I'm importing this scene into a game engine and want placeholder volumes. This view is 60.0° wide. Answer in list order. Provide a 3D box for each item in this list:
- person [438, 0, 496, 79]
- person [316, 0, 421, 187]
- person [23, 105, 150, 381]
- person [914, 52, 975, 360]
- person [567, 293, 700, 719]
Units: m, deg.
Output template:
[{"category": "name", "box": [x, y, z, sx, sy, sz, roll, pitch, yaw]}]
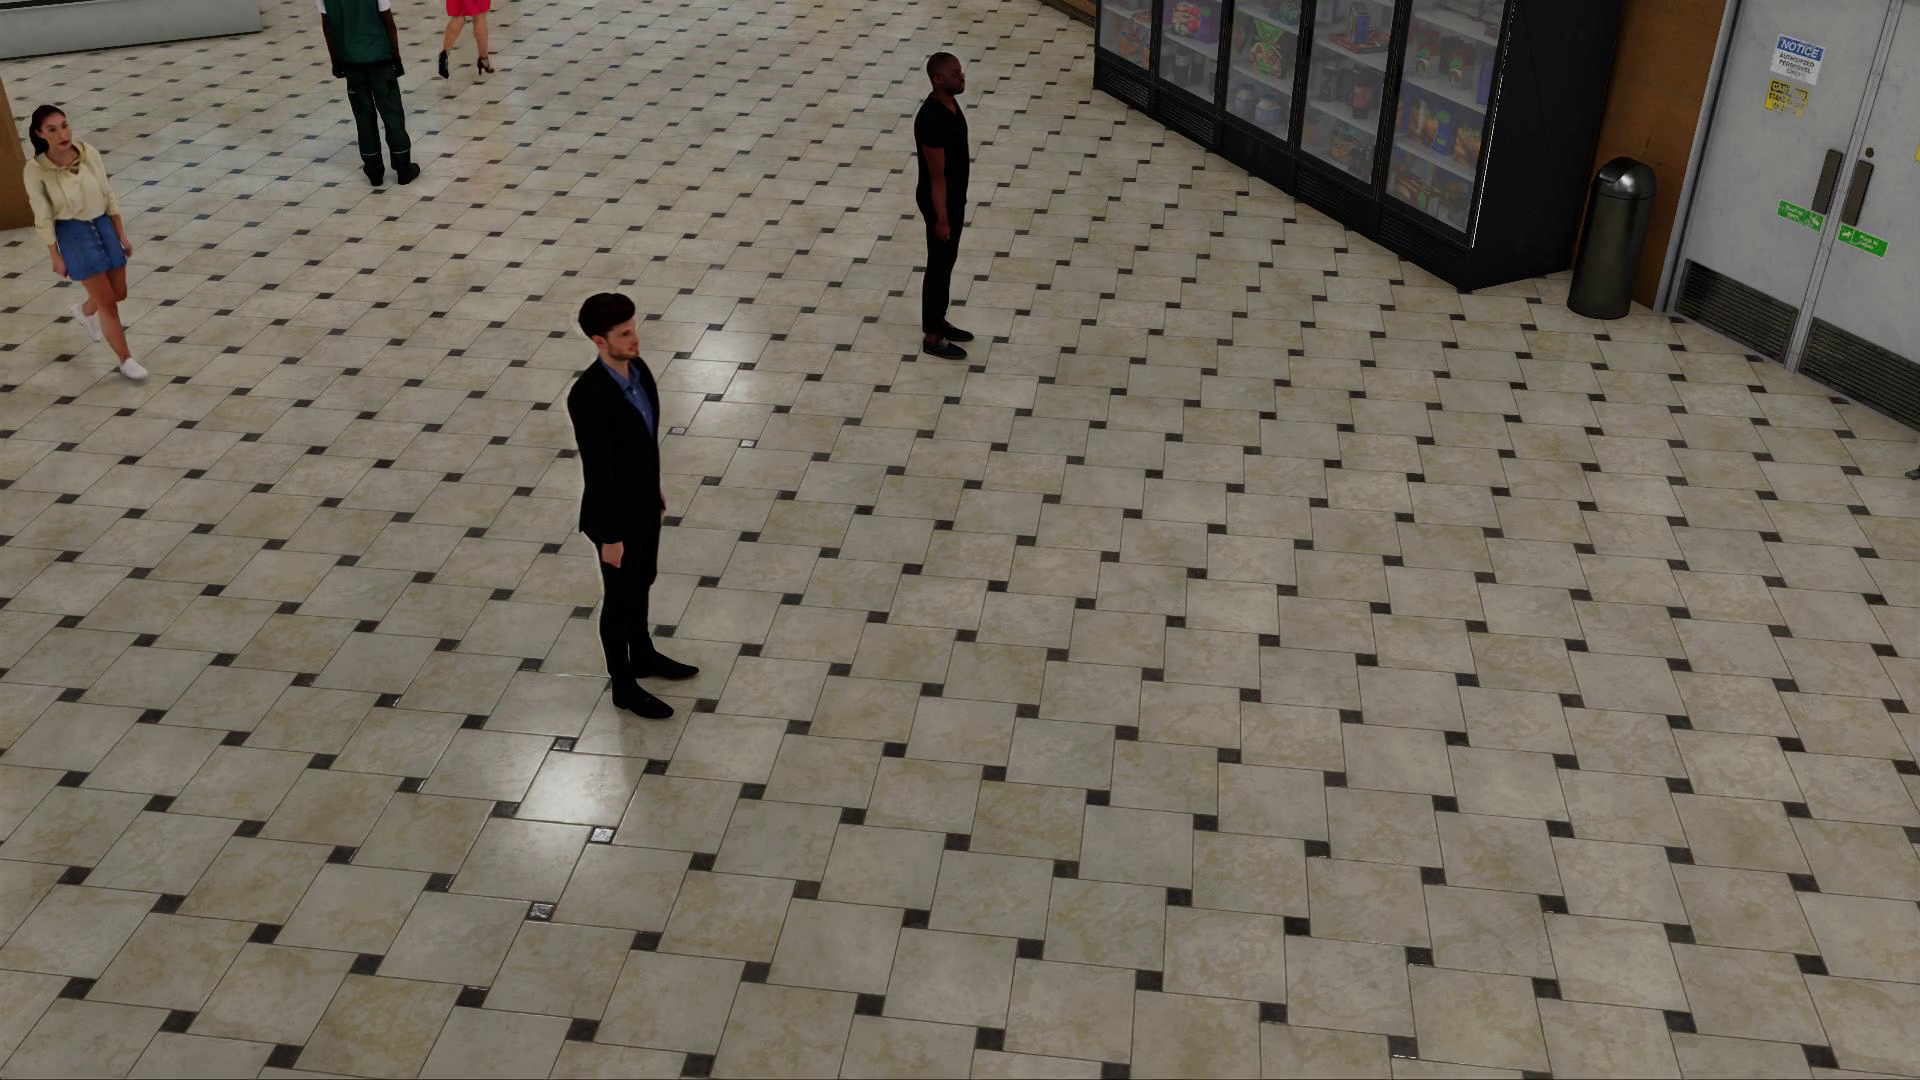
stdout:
[{"category": "person", "box": [-4.437, -4.876, 14.620, 0.955, 1.701, 1.021, 12, 34, 18]}, {"category": "person", "box": [-4.405, -3.554, 12.365, 0.667, 1.839, 0.820, -3, 32, -5]}, {"category": "person", "box": [-5.093, -1.732, 9.646, 0.979, 1.617, 0.992, 20, 37, 29]}, {"category": "person", "box": [-0.106, -1.981, 9.855, 0.769, 1.820, 0.750, 6, 32, 9]}, {"category": "person", "box": [-1.378, -0.149, 6.843, 0.815, 1.891, 0.787, 7, 33, 11]}]
